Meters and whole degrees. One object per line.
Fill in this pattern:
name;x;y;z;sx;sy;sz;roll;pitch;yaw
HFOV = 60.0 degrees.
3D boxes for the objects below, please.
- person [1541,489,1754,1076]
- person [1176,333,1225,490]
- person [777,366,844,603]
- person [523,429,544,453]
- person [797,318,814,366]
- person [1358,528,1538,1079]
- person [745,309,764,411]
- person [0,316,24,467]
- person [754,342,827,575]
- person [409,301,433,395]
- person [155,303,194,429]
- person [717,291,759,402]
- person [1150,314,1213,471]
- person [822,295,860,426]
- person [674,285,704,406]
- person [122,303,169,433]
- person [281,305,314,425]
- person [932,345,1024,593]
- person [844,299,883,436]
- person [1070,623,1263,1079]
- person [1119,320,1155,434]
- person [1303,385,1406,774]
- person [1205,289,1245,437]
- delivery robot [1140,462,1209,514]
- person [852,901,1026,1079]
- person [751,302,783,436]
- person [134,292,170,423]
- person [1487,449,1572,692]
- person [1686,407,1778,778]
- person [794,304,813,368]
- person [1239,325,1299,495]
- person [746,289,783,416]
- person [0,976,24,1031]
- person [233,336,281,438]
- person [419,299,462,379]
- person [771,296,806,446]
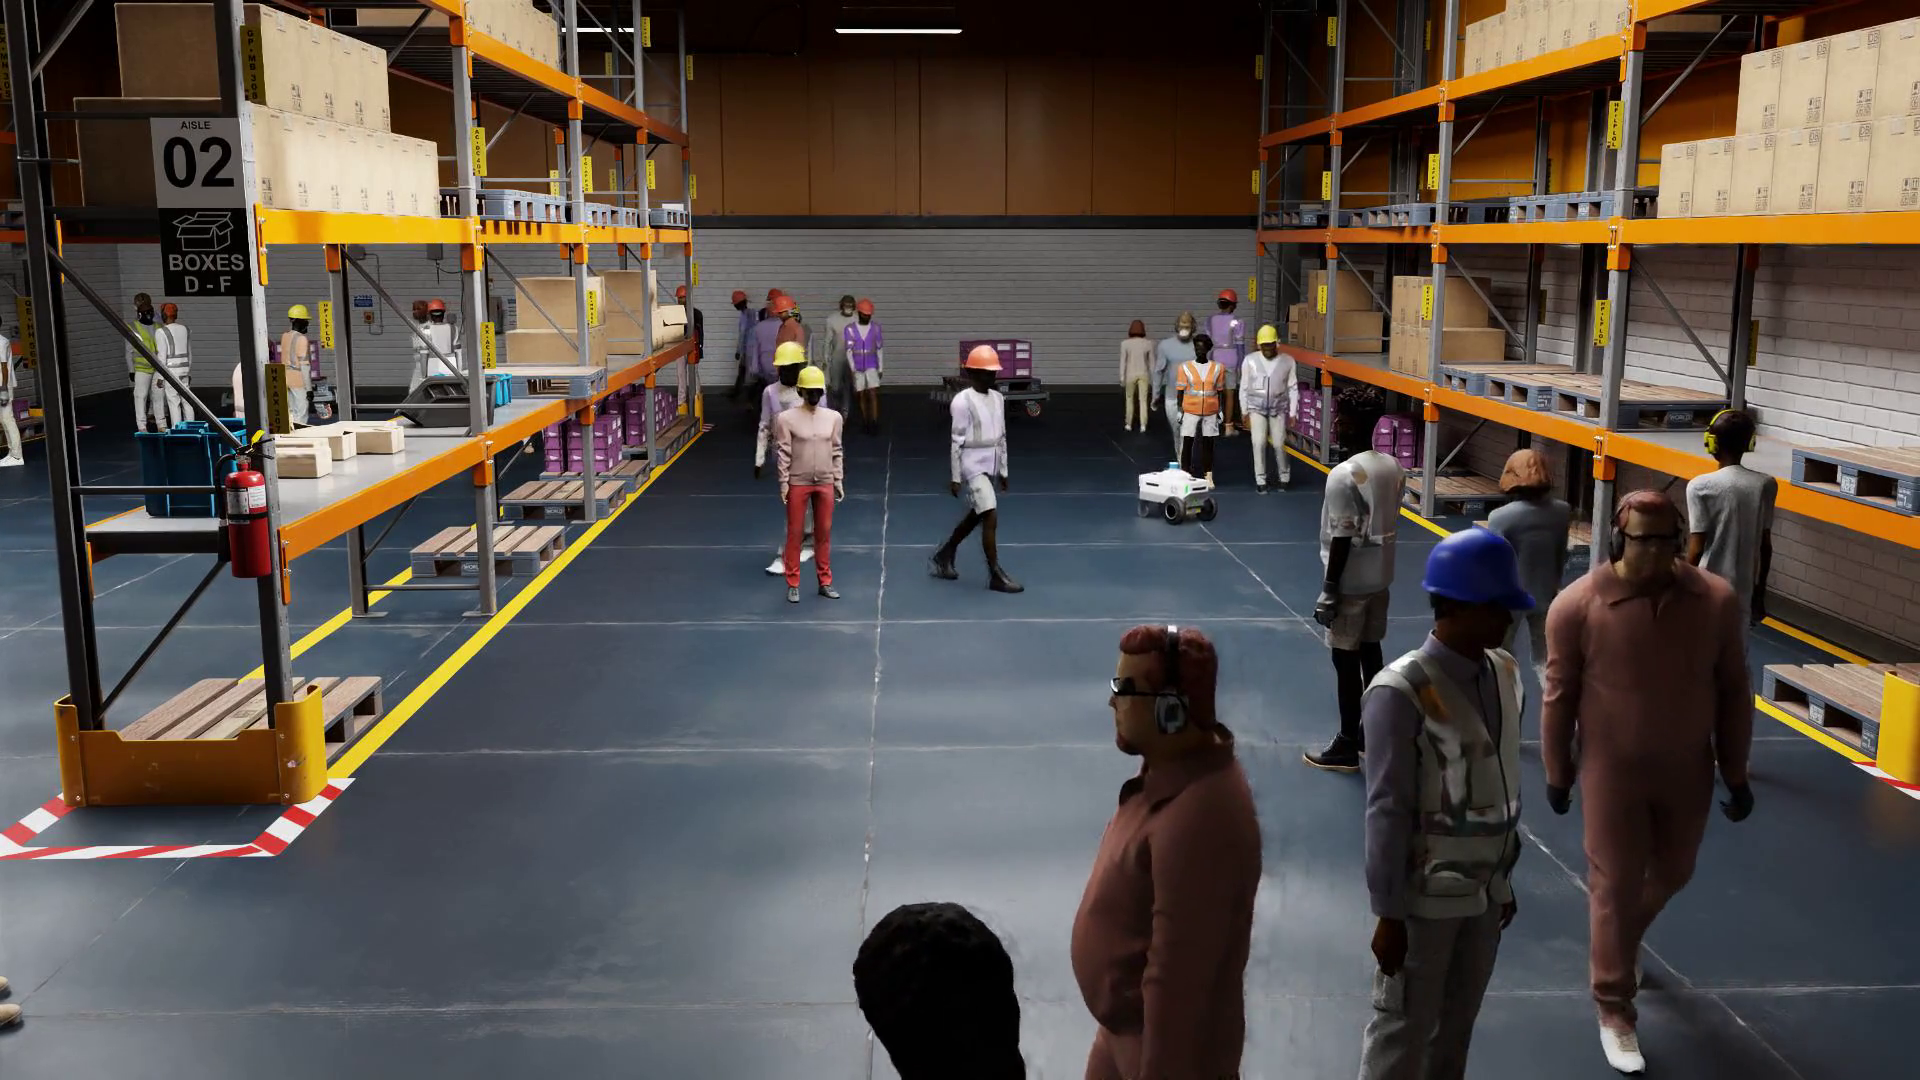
person;2.310;0.746;5.651;0.649;1.877;0.890;0;10;0
person;2.603;-1.385;18.026;0.540;1.693;0.316;0;10;-2
person;-1.108;-0.413;12.429;0.533;1.765;0.331;-5;11;-25
person;-5.395;-2.029;21.237;0.625;1.836;0.429;-7;12;-35
person;-2.668;-2.938;26.993;0.590;1.577;0.887;-3;11;-18
person;1.306;0.924;4.461;0.618;1.944;0.399;-9;14;-41
person;-3.040;-2.806;26.062;0.794;1.663;0.537;0;10;2
person;-11.500;-1.808;19.943;0.328;1.862;0.501;-9;14;-42
person;-1.384;-0.682;13.630;0.599;1.873;0.974;6;12;30
person;-7.592;-2.416;23.346;0.580;1.852;0.886;7;12;34
person;-10.394;-2.193;22.009;0.355;1.883;0.574;3;11;16
person;-3.558;-3.194;27.616;0.992;1.863;0.605;1;10;4
person;2.516;-1.612;18.779;0.646;1.893;1.031;4;11;22
person;-1.673;-2.616;24.257;0.658;1.915;0.443;-2;10;-10
person;-4.320;-3.005;26.212;0.611;1.996;0.378;6;12;29
person;-11.209;-2.355;23.022;0.429;1.845;0.621;8;13;37
person;-8.053;-1.906;20.311;0.406;1.918;0.587;-10;14;-44
person;0.110;-0.570;12.920;0.932;1.907;0.553;8;13;39
person;-1.322;-2.377;23.006;0.543;1.882;0.962;-1;10;-4
person;0.531;1.101;3.706;0.927;1.874;0.653;1;10;4
person;2.499;-2.297;23.405;0.521;1.589;0.868;0;10;-2
person;2.005;0.199;8.447;0.364;1.965;0.610;9;13;40
person;3.669;-2.440;22.972;0.608;2.033;0.410;8;13;37
delivery robot;2.063;-0.506;16.044;0.477;0.478;0.707;-7;12;-35
person;0.049;1.408;1.986;0.670;1.872;0.600;2;10;13
person;-2.577;-2.387;23.167;0.718;1.855;0.941;4;11;20
person;-12.032;-2.708;24.737;0.628;1.933;0.378;9;14;42
person;2.990;0.329;8.720;0.487;1.605;0.686;-2;10;-9
person;3.793;0.277;8.296;0.530;1.864;0.313;-3;10;-14
person;-2.369;-2.440;23.520;0.590;1.833;0.404;-7;13;-36
person;3.288;-1.383;17.730;0.632;1.796;0.432;2;10;9
person;-2.867;-2.866;25.539;0.938;1.950;0.665;6;12;31
person;-3.478;0.764;5.638;0.346;1.846;0.505;-7;12;-34
person;-6.451;-0.986;15.400;0.429;1.839;0.634;-9;14;-43
person;-6.869;-2.216;22.007;0.542;1.928;0.374;-6;12;-29
person;-2.225;-2.163;21.550;0.393;1.986;0.611;-7;12;-33
